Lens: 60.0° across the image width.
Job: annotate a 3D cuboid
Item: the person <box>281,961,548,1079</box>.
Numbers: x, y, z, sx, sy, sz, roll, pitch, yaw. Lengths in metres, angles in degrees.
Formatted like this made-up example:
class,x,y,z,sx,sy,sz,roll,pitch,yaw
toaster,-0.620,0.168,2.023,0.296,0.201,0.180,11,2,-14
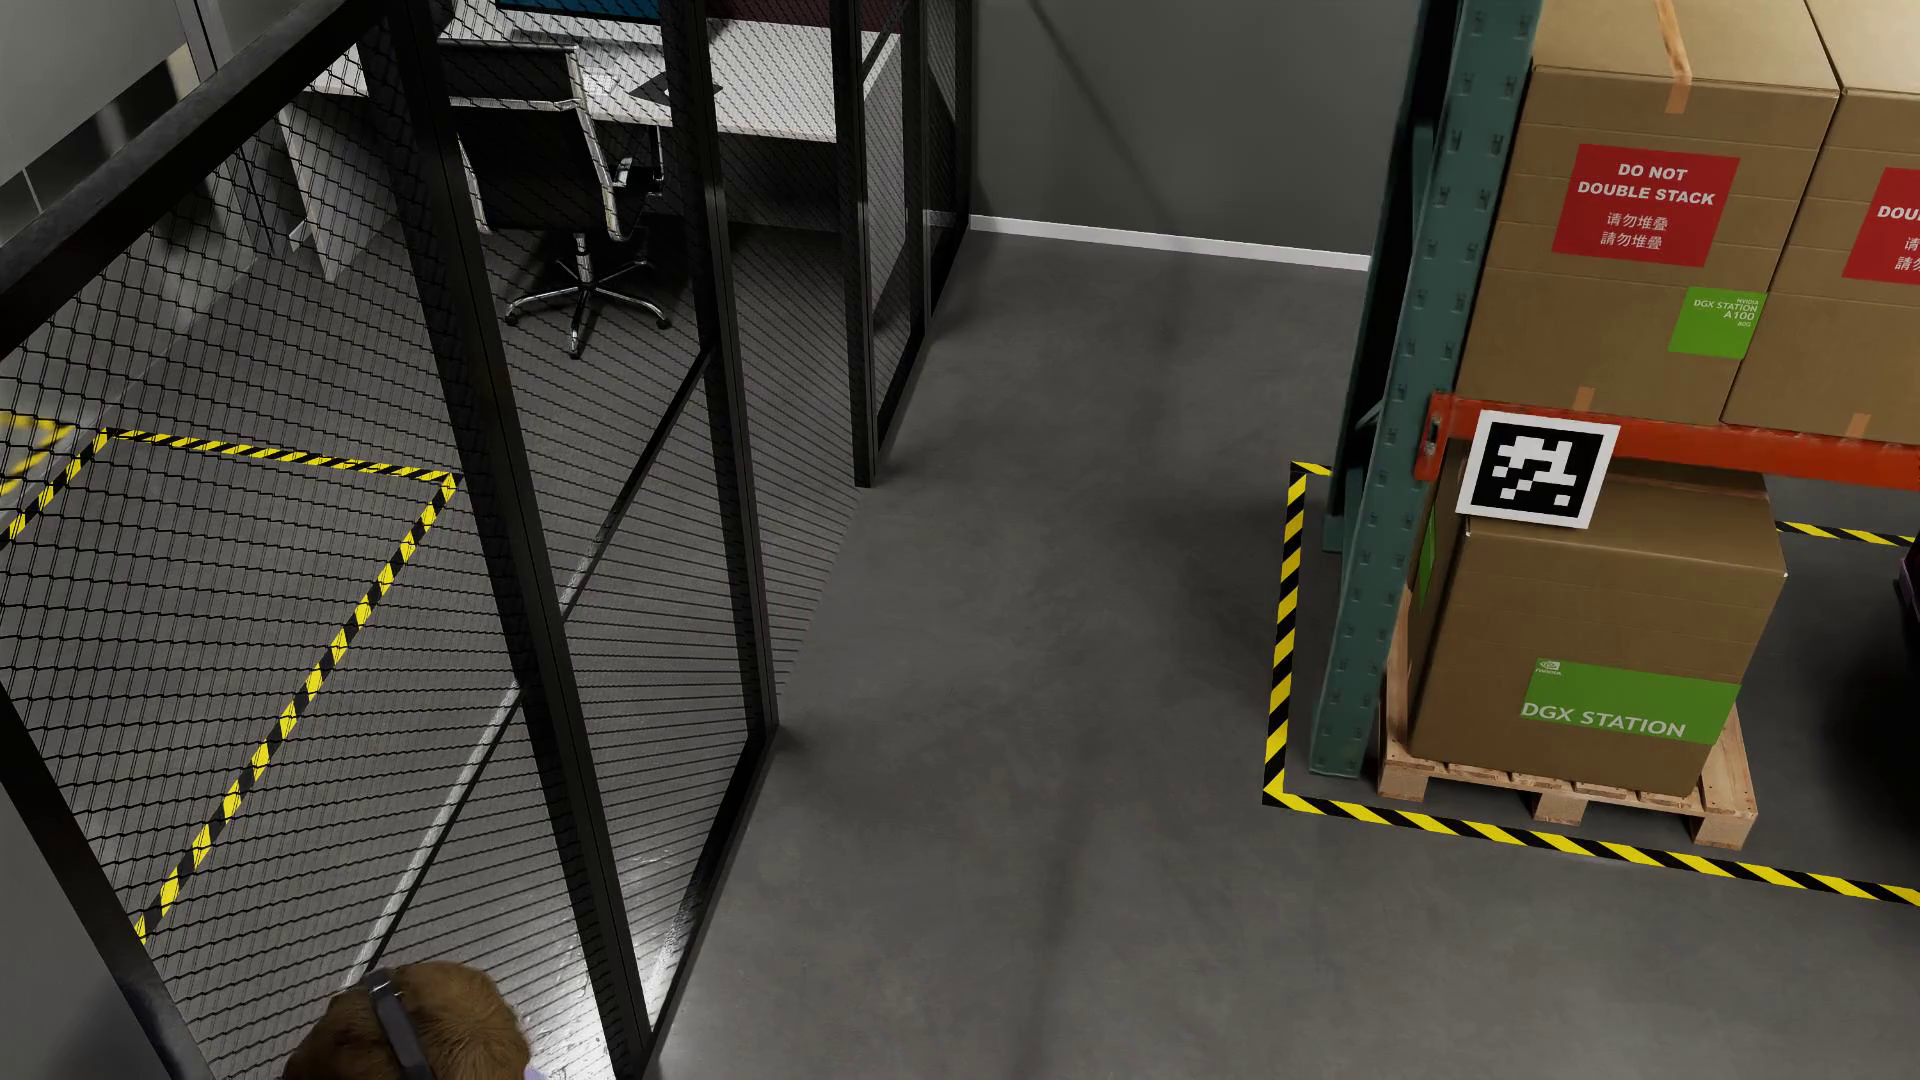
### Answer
class,x,y,z,sx,sy,sz,roll,pitch,yaw
person,-0.525,1.152,2.173,0.631,1.938,0.372,18,44,20
